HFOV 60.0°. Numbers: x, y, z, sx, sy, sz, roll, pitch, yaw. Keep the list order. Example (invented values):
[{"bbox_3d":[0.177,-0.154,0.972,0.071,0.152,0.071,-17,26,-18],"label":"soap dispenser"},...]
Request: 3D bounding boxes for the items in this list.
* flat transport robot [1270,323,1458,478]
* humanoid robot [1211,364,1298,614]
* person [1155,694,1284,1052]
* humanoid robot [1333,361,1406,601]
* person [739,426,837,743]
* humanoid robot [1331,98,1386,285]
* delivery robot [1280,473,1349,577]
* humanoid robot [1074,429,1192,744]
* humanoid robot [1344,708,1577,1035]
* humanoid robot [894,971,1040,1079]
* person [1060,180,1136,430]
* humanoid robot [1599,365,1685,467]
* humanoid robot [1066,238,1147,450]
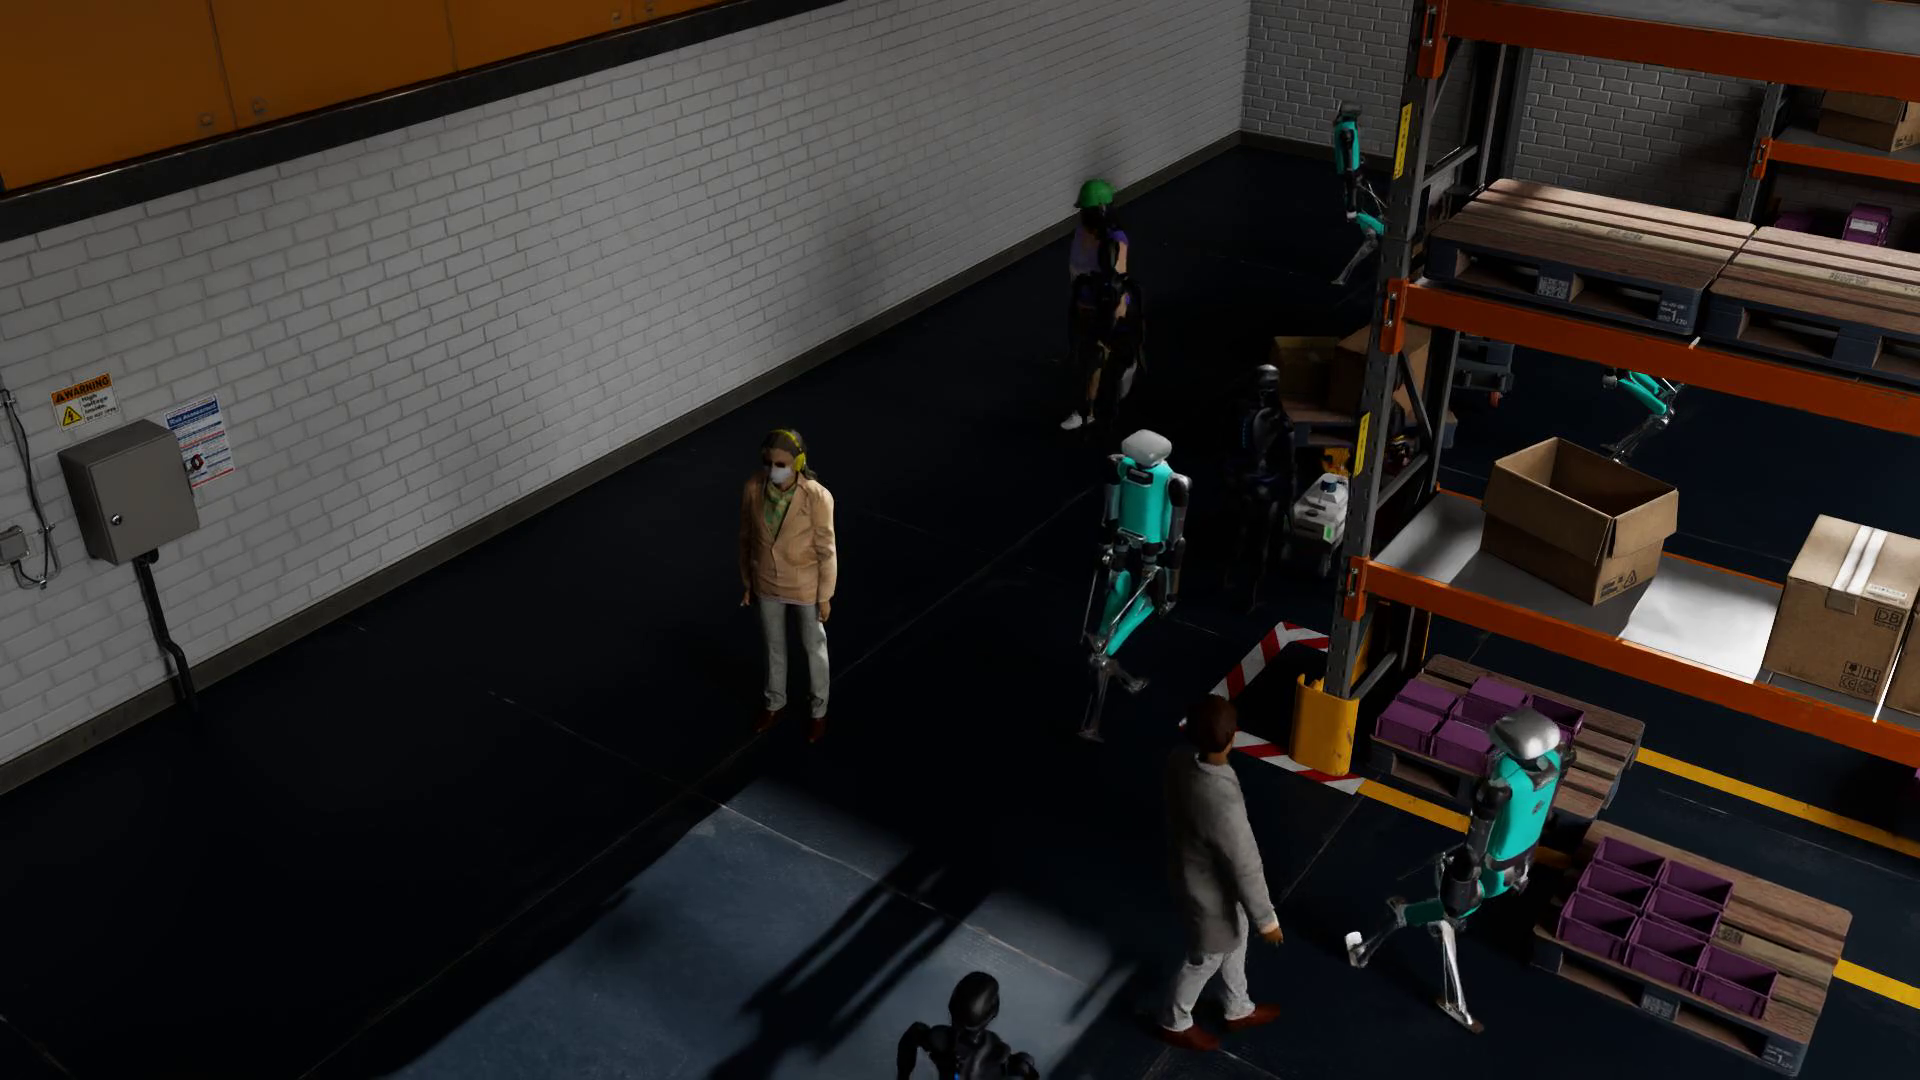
[{"bbox_3d":[2.961,-0.844,12.503,0.659,0.231,1.431,1,30,1],"label":"flat transport robot"},{"bbox_3d":[1.795,-0.307,10.152,0.613,1.647,0.328,26,39,37],"label":"humanoid robot"},{"bbox_3d":[1.145,1.452,6.988,0.621,1.806,0.575,-2,30,-3],"label":"person"},{"bbox_3d":[2.564,-0.361,10.248,0.336,1.651,0.585,-2,30,-4],"label":"humanoid robot"},{"bbox_3d":[-0.923,0.230,9.034,0.553,1.877,0.414,9,31,15],"label":"person"},{"bbox_3d":[3.779,-3.069,14.922,1.019,1.749,0.566,3,30,6],"label":"humanoid robot"},{"bbox_3d":[2.422,-0.145,11.020,0.499,0.611,0.814,17,34,27],"label":"delivery robot"},{"bbox_3d":[0.827,0.328,9.063,0.532,1.787,1.021,21,36,32],"label":"humanoid robot"},{"bbox_3d":[2.091,1.378,7.235,0.556,1.836,0.893,-19,35,-30],"label":"humanoid robot"},{"bbox_3d":[-0.018,2.201,5.840,0.593,1.635,0.664,9,31,15],"label":"humanoid robot"},{"bbox_3d":[1.055,-1.807,12.543,0.728,1.903,0.537,-17,34,-27],"label":"person"},{"bbox_3d":[4.820,-1.278,11.652,0.735,1.677,0.533,19,35,29],"label":"humanoid robot"},{"bbox_3d":[1.074,-1.422,12.104,0.604,1.646,0.367,7,31,11],"label":"humanoid robot"}]
